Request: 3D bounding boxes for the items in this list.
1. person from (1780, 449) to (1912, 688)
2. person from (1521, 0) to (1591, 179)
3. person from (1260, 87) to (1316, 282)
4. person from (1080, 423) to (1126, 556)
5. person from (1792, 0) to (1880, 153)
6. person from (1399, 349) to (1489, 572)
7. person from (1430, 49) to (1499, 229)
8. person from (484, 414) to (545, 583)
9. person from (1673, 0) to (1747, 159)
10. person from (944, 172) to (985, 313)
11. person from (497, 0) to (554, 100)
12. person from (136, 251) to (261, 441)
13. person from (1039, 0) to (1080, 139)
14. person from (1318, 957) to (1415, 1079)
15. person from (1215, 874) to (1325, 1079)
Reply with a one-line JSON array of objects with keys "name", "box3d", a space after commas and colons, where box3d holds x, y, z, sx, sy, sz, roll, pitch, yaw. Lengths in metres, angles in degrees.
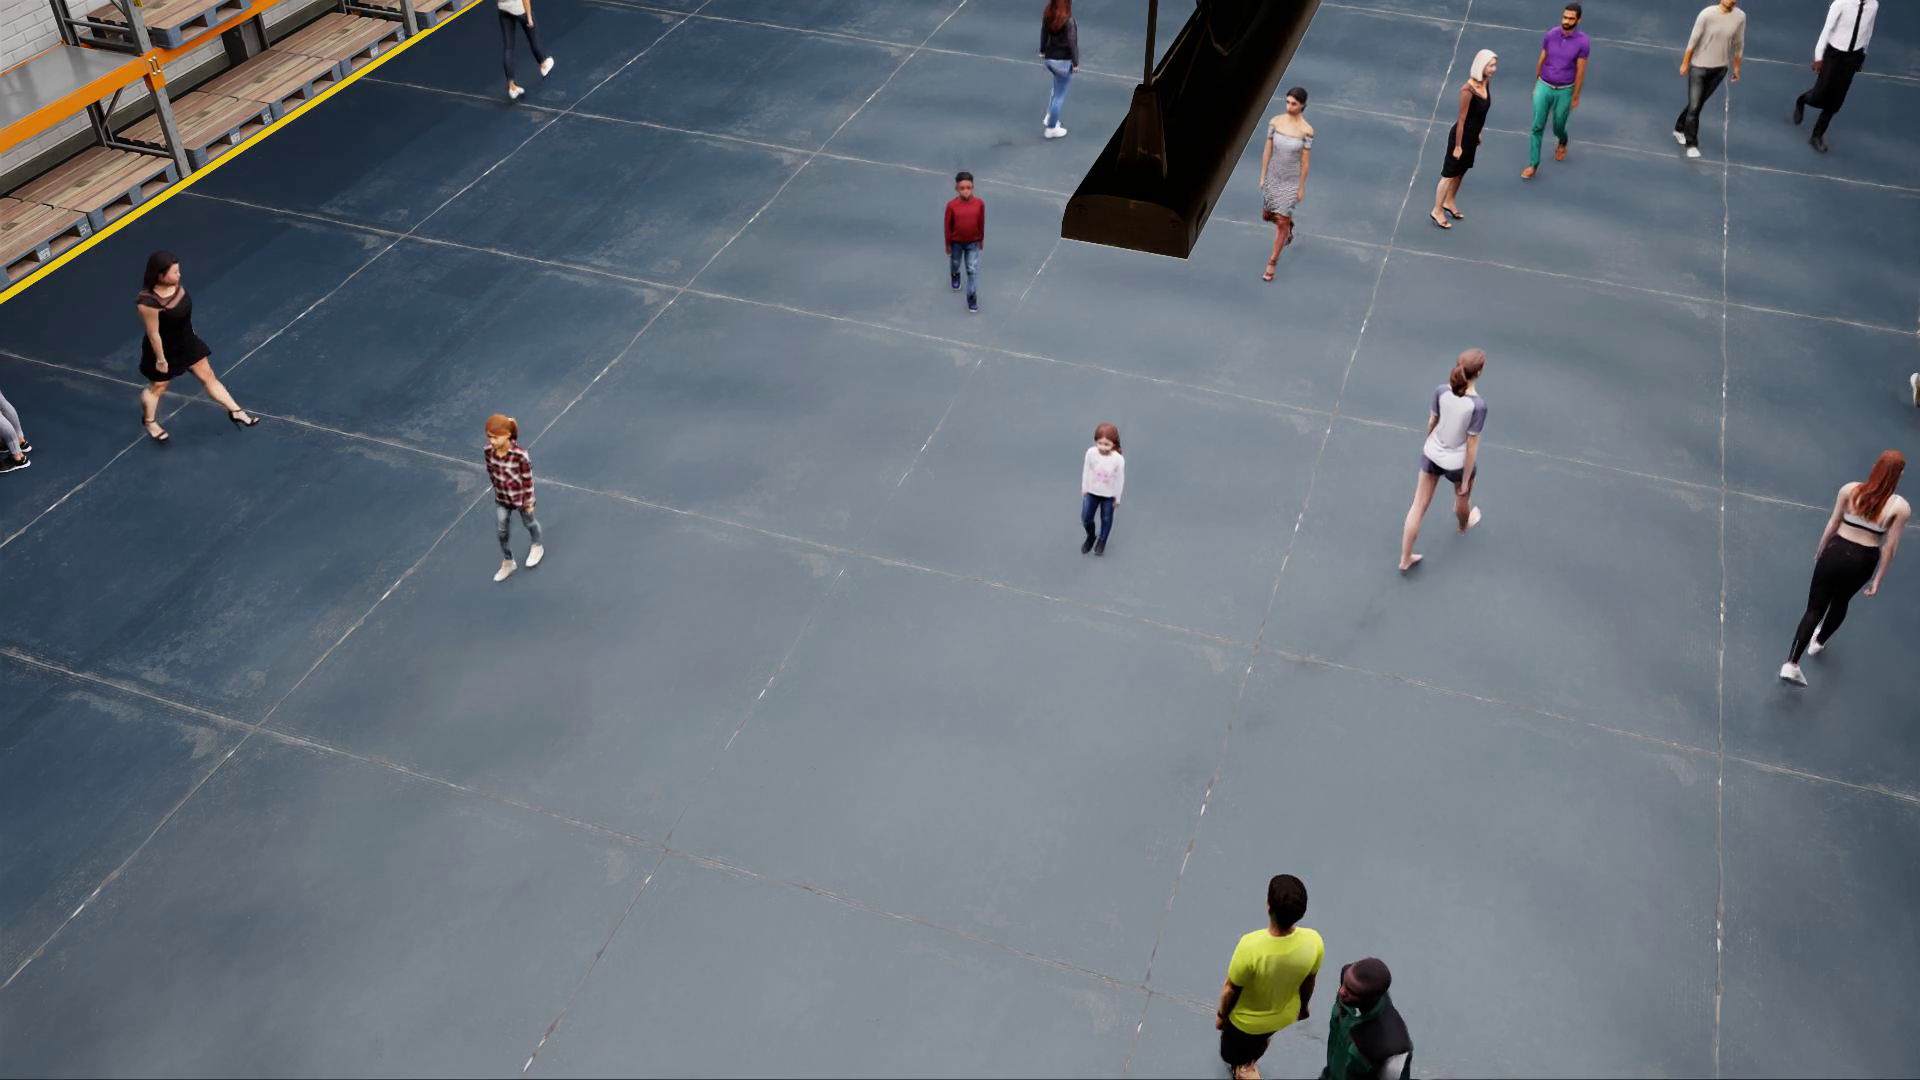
[{"name": "person", "box3d": [5.670, 0.217, 10.691, 0.777, 1.714, 1.133, 28, 46, 30]}, {"name": "person", "box3d": [5.966, -4.502, 16.568, 0.795, 1.754, 1.016, 25, 45, 28]}, {"name": "person", "box3d": [2.957, -3.219, 14.919, 0.714, 1.807, 0.895, 23, 44, 26]}, {"name": "person", "box3d": [1.035, -0.395, 11.945, 0.455, 1.106, 0.477, 13, 40, 15]}, {"name": "person", "box3d": [9.010, -4.964, 17.095, 0.852, 1.818, 1.030, -1, 39, -1]}, {"name": "person", "box3d": [3.344, -0.511, 11.595, 0.887, 1.725, 1.177, 30, 48, 32]}, {"name": "person", "box3d": [4.757, -3.795, 15.693, 0.712, 1.742, 0.584, 30, 47, 32]}, {"name": "person", "box3d": [-3.116, -0.367, 11.762, 0.567, 1.290, 0.703, 8, 39, 10]}, {"name": "person", "box3d": [7.622, -4.872, 17.006, 0.894, 1.786, 1.142, 0, 39, 0]}, {"name": "person", "box3d": [0.027, -2.697, 14.714, 0.733, 1.247, 0.921, -3, 39, -4]}, {"name": "person", "box3d": [-4.859, -5.654, 18.007, 0.707, 1.758, 1.182, 9, 39, 11]}, {"name": "person", "box3d": [-6.171, -1.457, 12.852, 0.895, 1.634, 1.129, 6, 39, 7]}, {"name": "person", "box3d": [0.966, -4.945, 17.226, 0.808, 1.625, 0.776, -22, 44, -26]}, {"name": "person", "box3d": [1.958, 2.512, 7.745, 0.962, 1.806, 0.927, -8, 39, -10]}, {"name": "person", "box3d": [1.503, 2.320, 8.084, 0.997, 1.683, 1.113, -11, 40, -13]}]
